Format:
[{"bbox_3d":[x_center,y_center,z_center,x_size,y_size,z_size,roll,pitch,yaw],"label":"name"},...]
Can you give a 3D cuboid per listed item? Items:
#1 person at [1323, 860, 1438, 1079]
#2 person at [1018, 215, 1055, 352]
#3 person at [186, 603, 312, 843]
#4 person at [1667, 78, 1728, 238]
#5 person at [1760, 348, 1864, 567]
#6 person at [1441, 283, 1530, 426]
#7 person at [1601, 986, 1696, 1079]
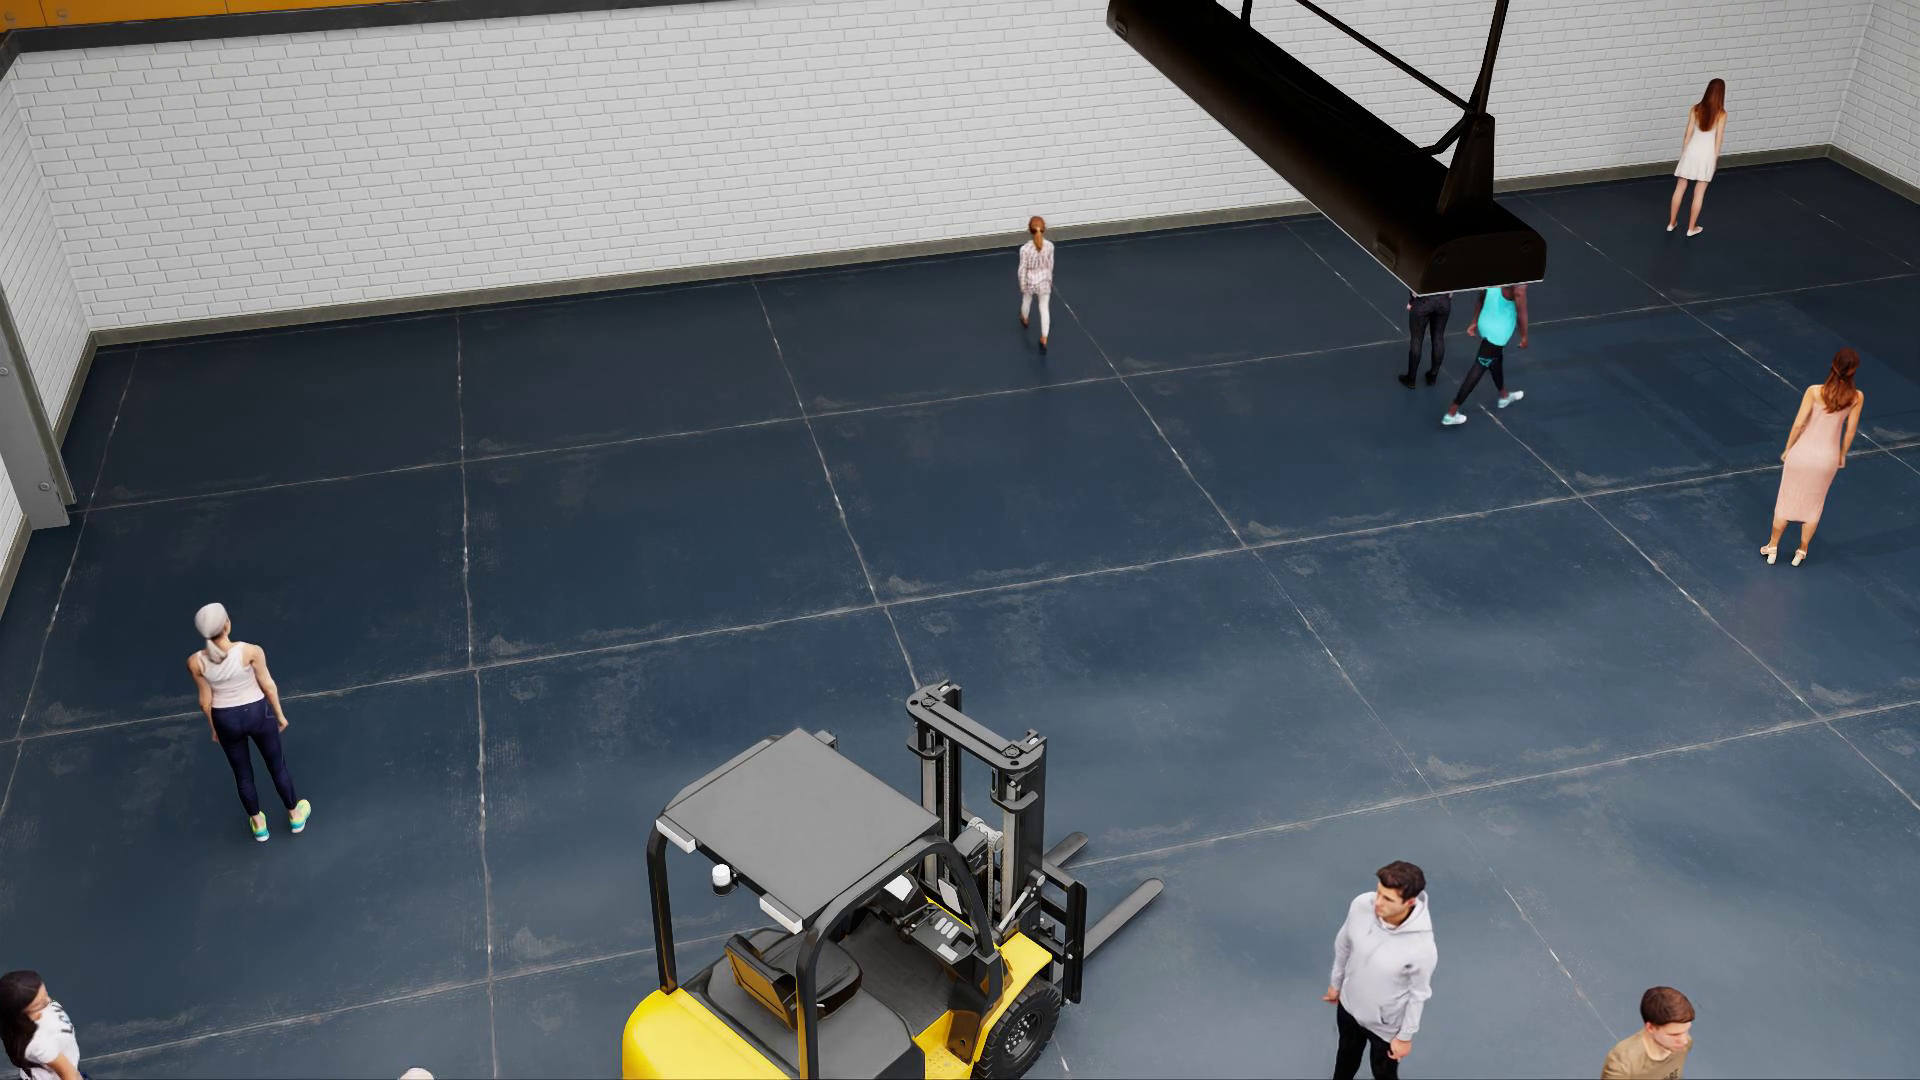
[{"bbox_3d":[2.052,2.275,8.165,0.817,1.929,0.668,-24,40,-31],"label":"person"},{"bbox_3d":[0.756,-2.423,15.828,0.573,1.270,0.977,-6,34,-9],"label":"person"},{"bbox_3d":[-4.348,1.114,10.113,0.601,1.706,0.534,-10,35,-15],"label":"person"},{"bbox_3d":[8.011,-4.159,18.040,0.626,1.711,0.711,27,42,34],"label":"person"},{"bbox_3d":[6.472,-0.622,12.612,0.673,1.831,0.685,10,35,14],"label":"person"},{"bbox_3d":[4.551,-1.778,14.411,0.832,1.764,1.154,-14,36,-20],"label":"person"},{"bbox_3d":[3.028,2.708,7.582,0.732,1.852,0.694,-21,39,-28],"label":"person"}]
